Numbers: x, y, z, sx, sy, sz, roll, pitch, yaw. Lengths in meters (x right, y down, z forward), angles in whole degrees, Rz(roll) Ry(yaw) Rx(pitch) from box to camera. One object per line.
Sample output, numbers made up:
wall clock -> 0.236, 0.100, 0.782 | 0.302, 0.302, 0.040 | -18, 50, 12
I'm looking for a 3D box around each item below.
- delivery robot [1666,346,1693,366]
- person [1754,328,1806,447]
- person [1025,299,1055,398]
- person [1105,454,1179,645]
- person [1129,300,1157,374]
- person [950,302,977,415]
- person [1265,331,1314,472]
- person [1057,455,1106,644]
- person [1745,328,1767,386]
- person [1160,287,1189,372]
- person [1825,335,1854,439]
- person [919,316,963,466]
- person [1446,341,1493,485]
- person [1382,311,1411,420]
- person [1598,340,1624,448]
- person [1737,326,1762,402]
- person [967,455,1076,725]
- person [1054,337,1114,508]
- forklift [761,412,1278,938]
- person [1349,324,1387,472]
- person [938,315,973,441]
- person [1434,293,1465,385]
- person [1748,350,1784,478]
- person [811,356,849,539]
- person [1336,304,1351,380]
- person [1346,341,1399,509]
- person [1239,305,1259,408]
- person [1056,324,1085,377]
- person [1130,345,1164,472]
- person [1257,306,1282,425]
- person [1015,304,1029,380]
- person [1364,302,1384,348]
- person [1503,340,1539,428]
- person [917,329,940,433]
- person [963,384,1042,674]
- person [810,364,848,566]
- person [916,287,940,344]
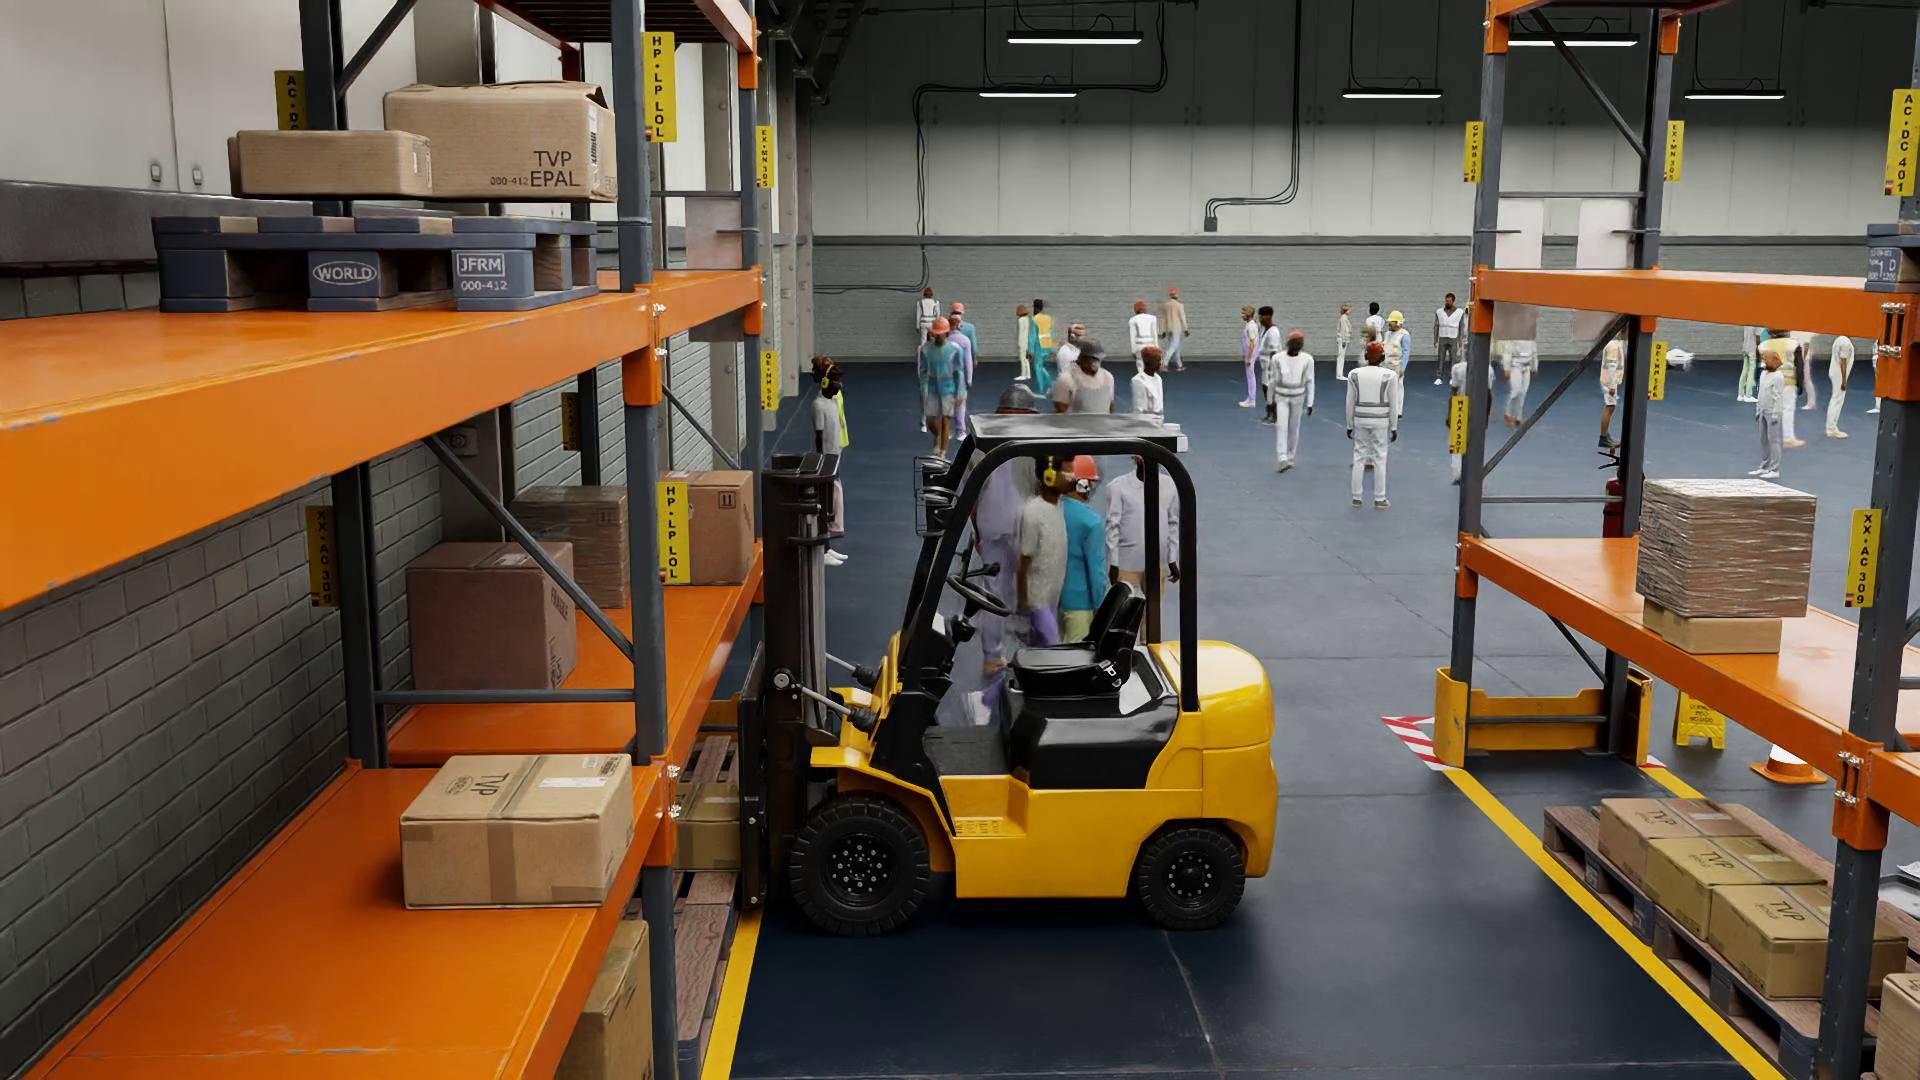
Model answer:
delivery robot -> 16.630, -4.253, 38.629 | 0.707, 0.478, 0.477 | 8, 13, 38
person -> 12.052, -2.277, 24.421 | 0.751, 1.803, 0.469 | 7, 12, 35
person -> 1.541, -3.671, 31.910 | 0.449, 1.900, 0.614 | 6, 12, 32
person -> 1.234, 0.130, 11.152 | 0.561, 1.745, 0.339 | -4, 11, -24
person -> 3.572, -3.725, 32.297 | 0.614, 1.865, 0.493 | -2, 10, -11
person -> -0.039, -3.136, 28.793 | 0.606, 1.962, 0.976 | 4, 11, 19
person -> 4.308, -1.814, 21.752 | 0.621, 1.828, 1.014 | 1, 10, 8
person -> 0.682, 0.330, 10.061 | 0.346, 1.744, 0.558 | -9, 13, -41
person -> 16.570, -4.116, 34.570 | 0.349, 1.836, 0.517 | 6, 12, 29
person -> 4.938, -4.869, 38.451 | 0.958, 1.945, 0.611 | -6, 12, -32
person -> 13.449, -2.464, 25.373 | 0.341, 1.839, 0.501 | 3, 11, 19
person -> -0.246, -1.990, 22.226 | 0.622, 2.014, 0.683 | 2, 10, 14
person -> 6.145, -1.520, 20.112 | 0.558, 1.828, 0.436 | 0, 10, 0
person -> 7.286, -2.930, 27.960 | 0.404, 1.833, 0.590 | -5, 11, -24
person -> 9.525, -2.302, 24.210 | 0.393, 1.927, 0.550 | 4, 11, 20
person -> 14.819, -3.508, 31.104 | 0.330, 1.863, 0.507 | -1, 10, -7
person -> 0.416, 0.360, 9.628 | 0.775, 1.842, 0.514 | 4, 11, 22
person -> 1.319, -1.150, 17.466 | 0.719, 2.000, 0.615 | -5, 11, -24
forklift -> 0.291, 0.548, 7.580 | 2.313, 2.155, 1.214 | 0, 10, -2
person -> 5.356, -1.861, 21.785 | 0.440, 1.929, 0.633 | -2, 10, -11
person -> -0.083, -2.438, 25.047 | 0.648, 1.899, 0.400 | 7, 12, 32
person -> 10.232, -4.206, 34.834 | 0.596, 1.916, 0.373 | 5, 11, 24
person -> 10.283, -1.603, 21.155 | 0.288, 1.626, 0.497 | 0, 10, -1
person -> -1.312, -0.934, 16.805 | 0.375, 1.844, 0.567 | -2, 10, -8
person -> 8.319, -4.288, 36.066 | 0.311, 1.639, 0.521 | 2, 10, 14
person -> 4.621, -1.285, 18.656 | 0.584, 1.882, 0.349 | 5, 11, 27
person -> 5.233, -3.314, 30.071 | 0.324, 1.842, 0.514 | 2, 10, 11
person -> 1.519, -1.921, 22.166 | 0.401, 1.899, 0.647 | 5, 11, 25
person -> 2.015, -1.149, 17.898 | 0.340, 1.883, 0.583 | 6, 12, 31
person -> 5.042, -2.857, 27.235 | 0.449, 1.943, 0.628 | 0, 10, -1
person -> 1.357, -4.283, 36.066 | 0.270, 1.634, 0.502 | 4, 11, 20
person -> 8.834, -4.223, 35.545 | 0.540, 1.695, 0.317 | -8, 13, -39
person -> 8.975, -2.740, 26.606 | 0.640, 1.933, 0.434 | -5, 11, -27
person -> -0.437, -2.512, 26.178 | 0.512, 1.638, 0.307 | -4, 11, -20
person -> 0.396, -0.072, 11.459 | 0.674, 2.000, 0.535 | 5, 11, 27
person -> -1.225, -0.701, 15.463 | 0.327, 1.865, 0.518 | 1, 10, 7
person -> -0.771, -5.210, 40.519 | 0.585, 1.882, 0.337 | 0, 10, -2
